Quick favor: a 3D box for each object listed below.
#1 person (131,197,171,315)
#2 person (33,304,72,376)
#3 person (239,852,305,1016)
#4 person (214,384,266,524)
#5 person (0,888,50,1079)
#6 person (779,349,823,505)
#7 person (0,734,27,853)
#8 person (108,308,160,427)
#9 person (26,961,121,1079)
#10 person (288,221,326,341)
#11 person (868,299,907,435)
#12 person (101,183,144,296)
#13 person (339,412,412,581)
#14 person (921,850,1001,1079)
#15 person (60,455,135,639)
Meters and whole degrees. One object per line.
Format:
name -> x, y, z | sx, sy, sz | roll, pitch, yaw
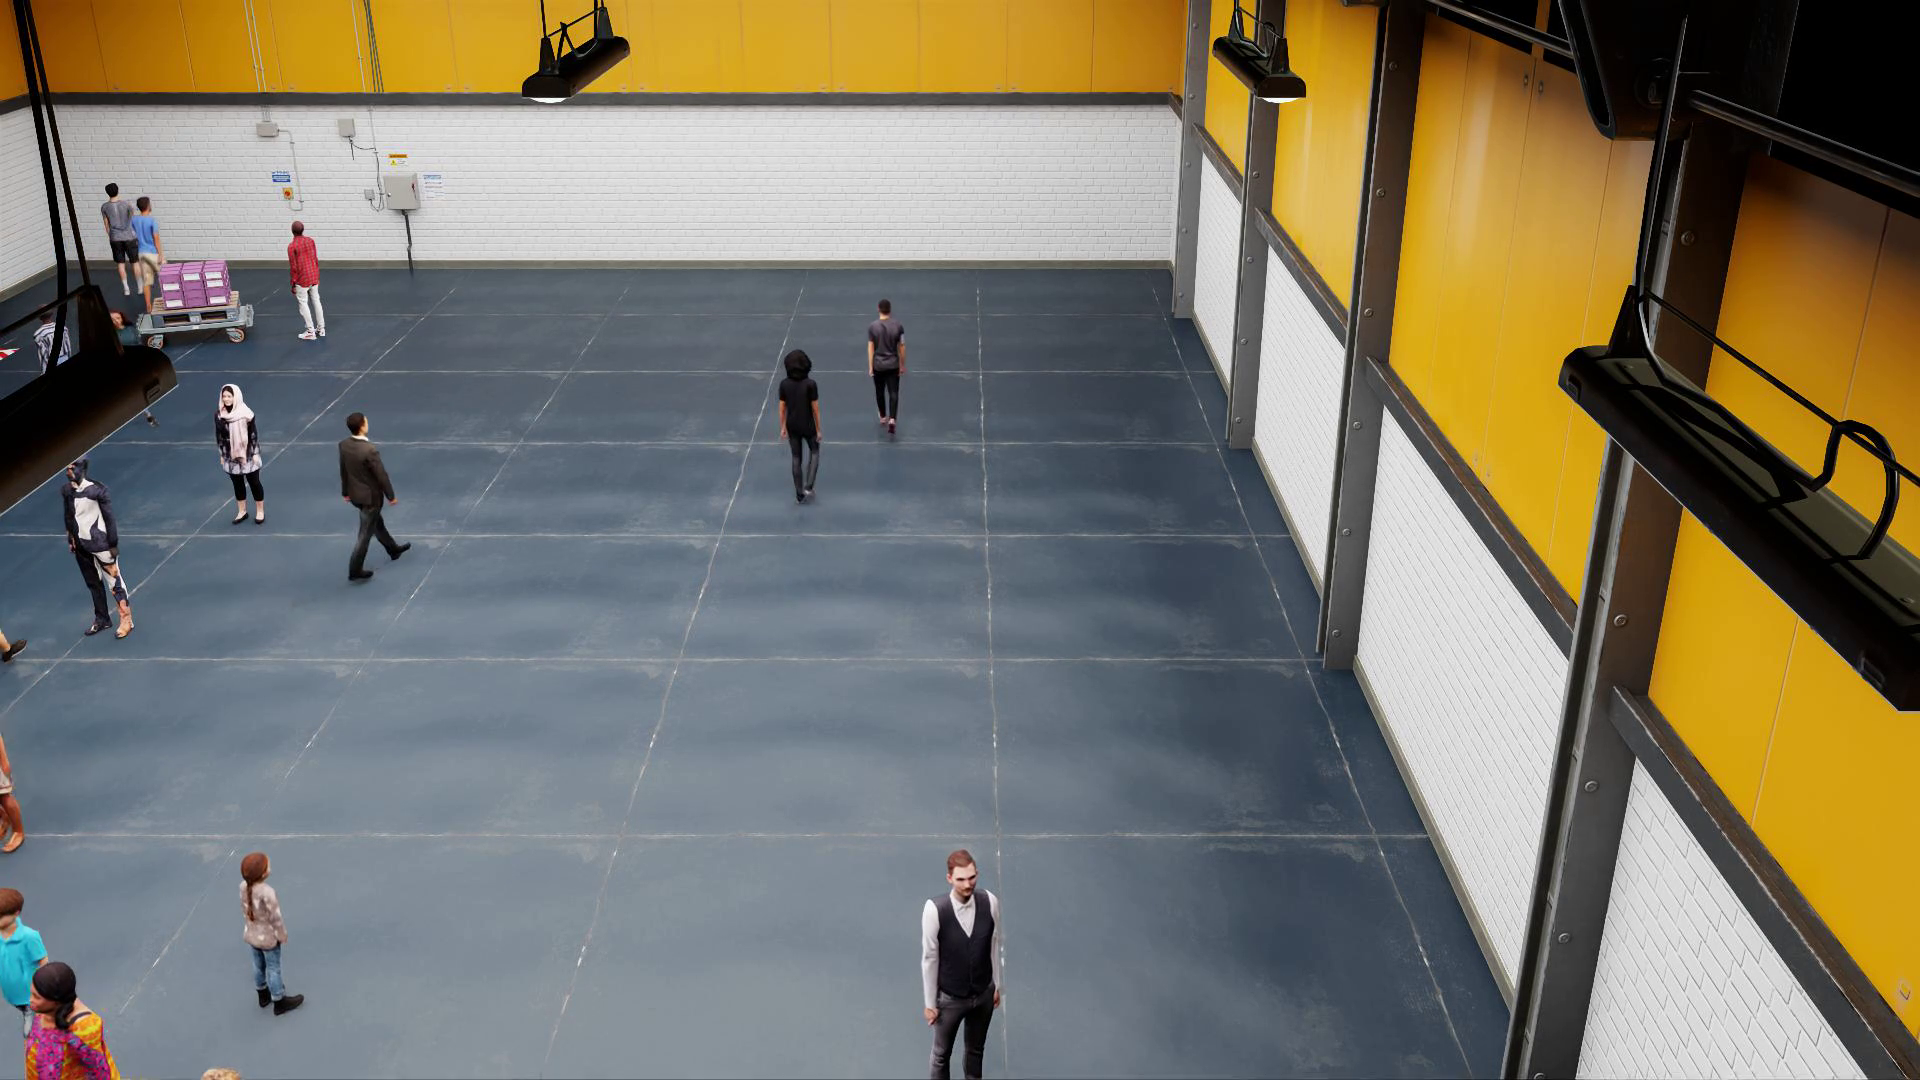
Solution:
person -> -13.060, -4.542, 26.715 | 0.762, 1.828, 1.162 | 4, 24, 9
person -> -11.521, -2.151, 21.285 | 0.761, 1.795, 0.626 | 11, 26, 24
person -> -4.662, 2.622, 11.121 | 0.545, 1.191, 0.577 | 14, 27, 29
person -> -8.143, -0.988, 18.821 | 0.617, 1.638, 0.608 | -1, 24, -1
person -> -5.832, 2.780, 10.478 | 0.704, 1.416, 1.029 | 6, 24, 13
person -> -1.859, -1.289, 19.277 | 0.710, 1.824, 0.713 | 3, 24, 8
person -> -7.528, 1.631, 12.838 | 0.744, 1.632, 0.745 | 2, 24, 4
person -> -10.970, -2.292, 21.884 | 1.035, 1.575, 1.097 | 14, 27, 30
person -> -4.978, 3.071, 9.519 | 1.127, 1.652, 1.240 | 19, 30, 36
person -> -10.026, -4.003, 25.491 | 0.817, 1.820, 0.706 | 14, 27, 28
person -> -0.950, -2.215, 21.509 | 0.719, 1.733, 1.149 | -2, 24, -5
person -> -13.985, -5.026, 27.769 | 0.710, 1.871, 0.649 | -6, 24, -14
person -> -6.264, -0.422, 17.379 | 1.087, 1.757, 1.270 | 14, 27, 28
person -> 0.010, 2.696, 10.018 | 0.740, 1.938, 0.710 | -10, 25, -21
person -> -8.417, 0.031, 16.172 | 0.737, 1.892, 0.660 | 5, 24, 11
